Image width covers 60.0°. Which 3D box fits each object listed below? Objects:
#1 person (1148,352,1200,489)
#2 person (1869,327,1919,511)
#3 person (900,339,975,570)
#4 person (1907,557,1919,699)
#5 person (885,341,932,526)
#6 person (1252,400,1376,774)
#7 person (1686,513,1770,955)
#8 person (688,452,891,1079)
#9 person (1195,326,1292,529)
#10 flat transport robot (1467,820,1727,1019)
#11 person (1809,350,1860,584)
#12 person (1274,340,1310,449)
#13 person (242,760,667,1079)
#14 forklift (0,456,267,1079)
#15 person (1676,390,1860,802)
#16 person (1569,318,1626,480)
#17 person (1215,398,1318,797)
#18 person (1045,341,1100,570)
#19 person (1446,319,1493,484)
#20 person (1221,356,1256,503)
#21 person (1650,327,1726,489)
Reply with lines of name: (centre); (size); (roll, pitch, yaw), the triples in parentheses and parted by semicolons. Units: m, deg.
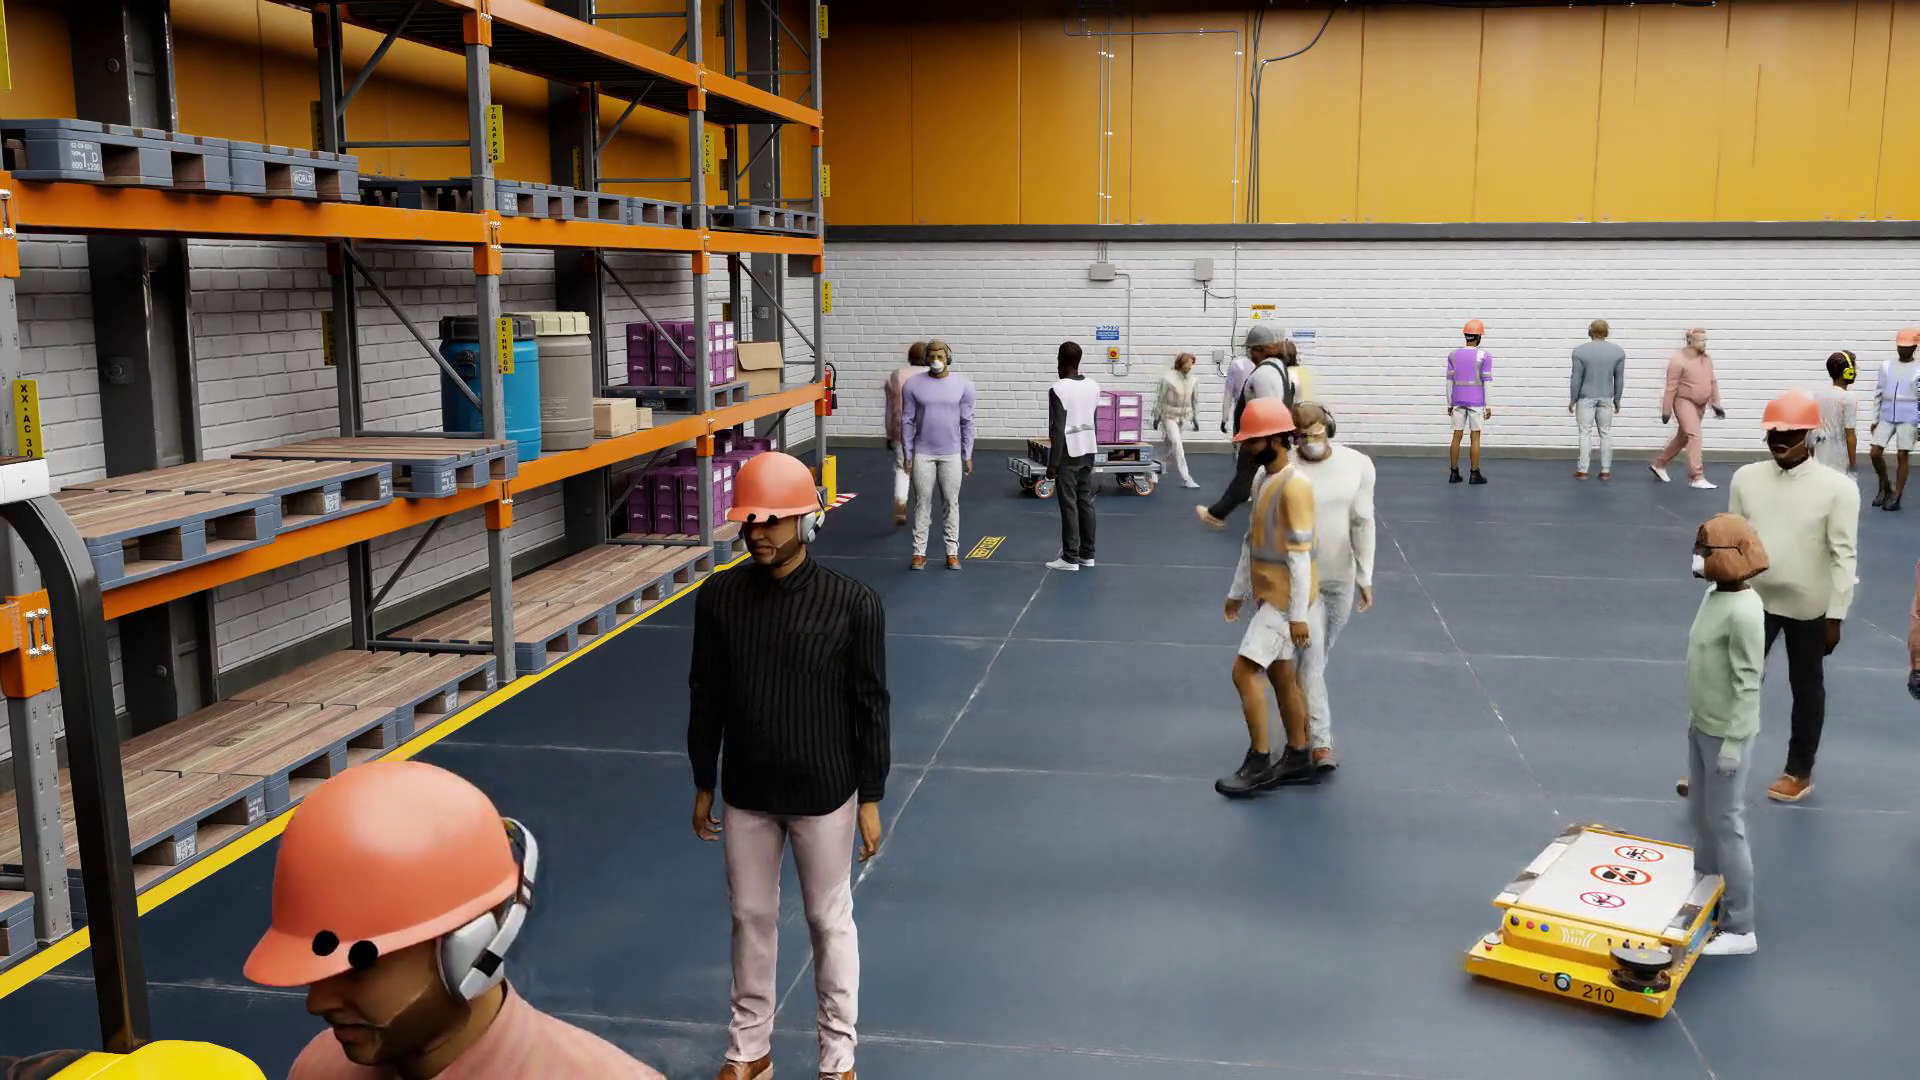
person: (2.484, -1.405, 19.364); (0.521, 1.571, 0.919); (-6, 11, -35)
person: (9.788, -1.254, 17.329); (0.397, 1.925, 0.572); (-7, 12, -38)
person: (-0.187, -0.711, 13.948); (0.628, 1.940, 0.373); (0, 9, -1)
person: (4.326, 0.566, 7.078); (0.525, 1.610, 0.751); (4, 10, 22)
person: (-0.420, -1.006, 16.102); (0.641, 1.829, 0.630); (1, 9, 7)
person: (1.790, 0.216, 8.470); (0.614, 1.867, 0.998); (-2, 9, -10)
person: (2.792, 0.721, 6.133); (0.382, 1.638, 0.522); (2, 9, 9)
person: (-0.516, 0.730, 4.887); (0.623, 1.992, 0.396); (3, 10, 16)
person: (2.826, -1.074, 15.875); (1.060, 2.000, 0.693); (6, 11, 32)
flat transport robot: (2.457, 1.371, 6.233); (0.652, 0.197, 1.431); (6, 11, 34)
person: (7.034, -0.585, 13.369); (0.328, 1.876, 0.514); (-2, 9, -11)
person: (3.320, -1.058, 16.434); (0.631, 1.828, 0.657); (5, 10, 28)
person: (-0.540, 1.204, 2.030); (0.633, 1.970, 0.521); (4, 10, 25)
forklift: (-2.328, 0.975, 2.765); (2.313, 2.155, 1.214); (1, 9, 9)
person: (3.730, 0.300, 7.650); (0.962, 1.951, 0.647); (-7, 12, -39)
person: (7.610, -1.677, 19.911); (0.635, 1.936, 0.355); (0, 9, 2)
person: (1.438, 0.275, 7.959); (0.642, 1.901, 0.563); (0, 9, 0)
person: (0.955, -0.702, 13.955); (0.373, 1.917, 0.594); (8, 12, 40)
person: (6.000, -1.623, 19.572); (0.552, 1.936, 0.358); (8, 12, 40)
person: (3.128, -1.304, 17.755); (0.648, 1.888, 0.713); (0, 9, 0)
person: (8.471, -1.557, 19.410); (0.634, 1.867, 0.968); (-6, 11, -32)
